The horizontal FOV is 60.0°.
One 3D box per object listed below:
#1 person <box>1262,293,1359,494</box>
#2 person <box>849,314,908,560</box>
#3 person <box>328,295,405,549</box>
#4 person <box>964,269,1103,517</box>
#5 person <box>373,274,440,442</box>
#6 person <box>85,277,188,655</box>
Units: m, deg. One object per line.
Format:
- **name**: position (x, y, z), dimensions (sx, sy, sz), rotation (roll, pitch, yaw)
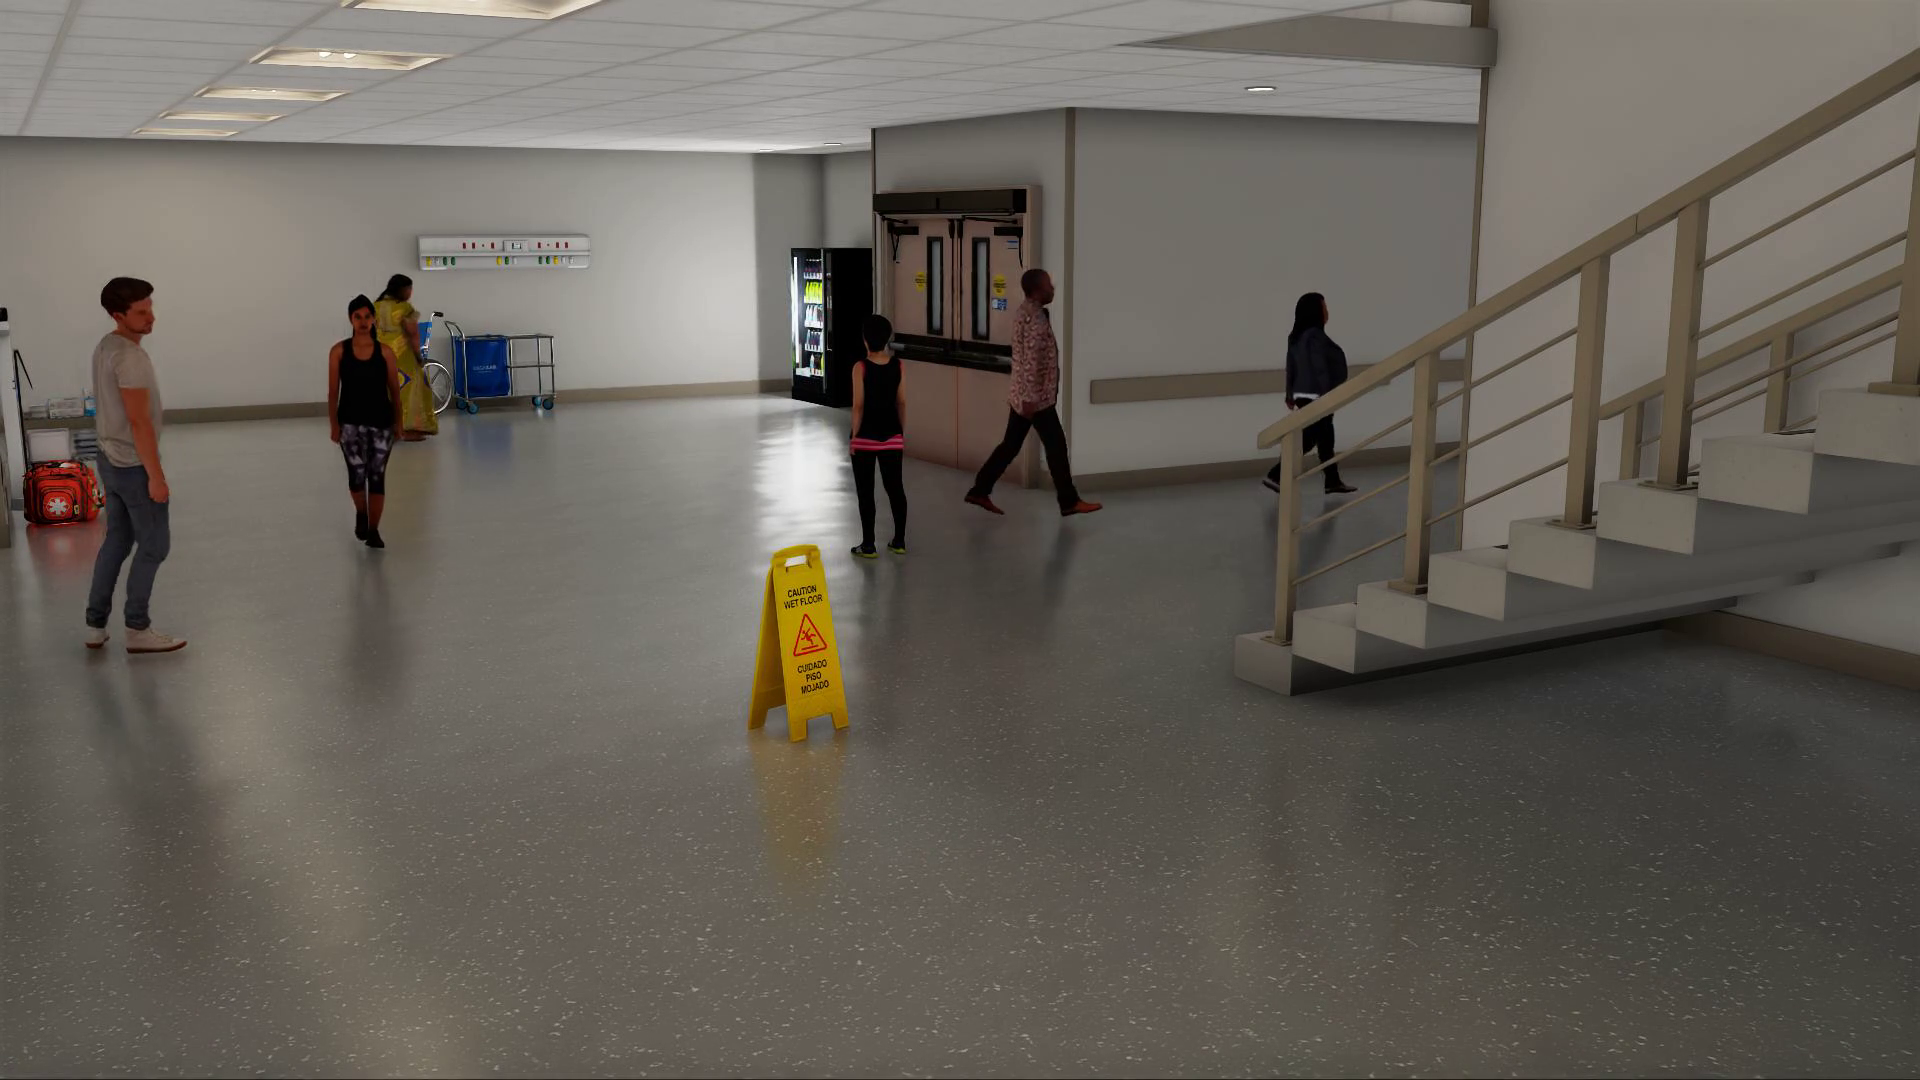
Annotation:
- **person**: position (2.665, -1.087, 12.821), dimensions (0.982, 1.569, 1.083), rotation (-2, 11, -8)
- **person**: position (-0.529, -0.671, 10.669), dimensions (0.537, 1.552, 0.490), rotation (-6, 12, -30)
- **person**: position (-3.920, -0.776, 10.947), dimensions (0.596, 1.656, 0.598), rotation (-6, 12, -28)
- **person**: position (0.421, -1.021, 11.914), dimensions (1.008, 1.776, 1.242), rotation (-2, 11, -10)
- **person**: position (-5.534, -1.772, 16.242), dimensions (1.093, 1.639, 1.134), rotation (-1, 11, -4)
- **person**: position (-4.110, -0.347, 8.165), dimensions (0.654, 1.850, 0.936), rotation (9, 14, 39)
